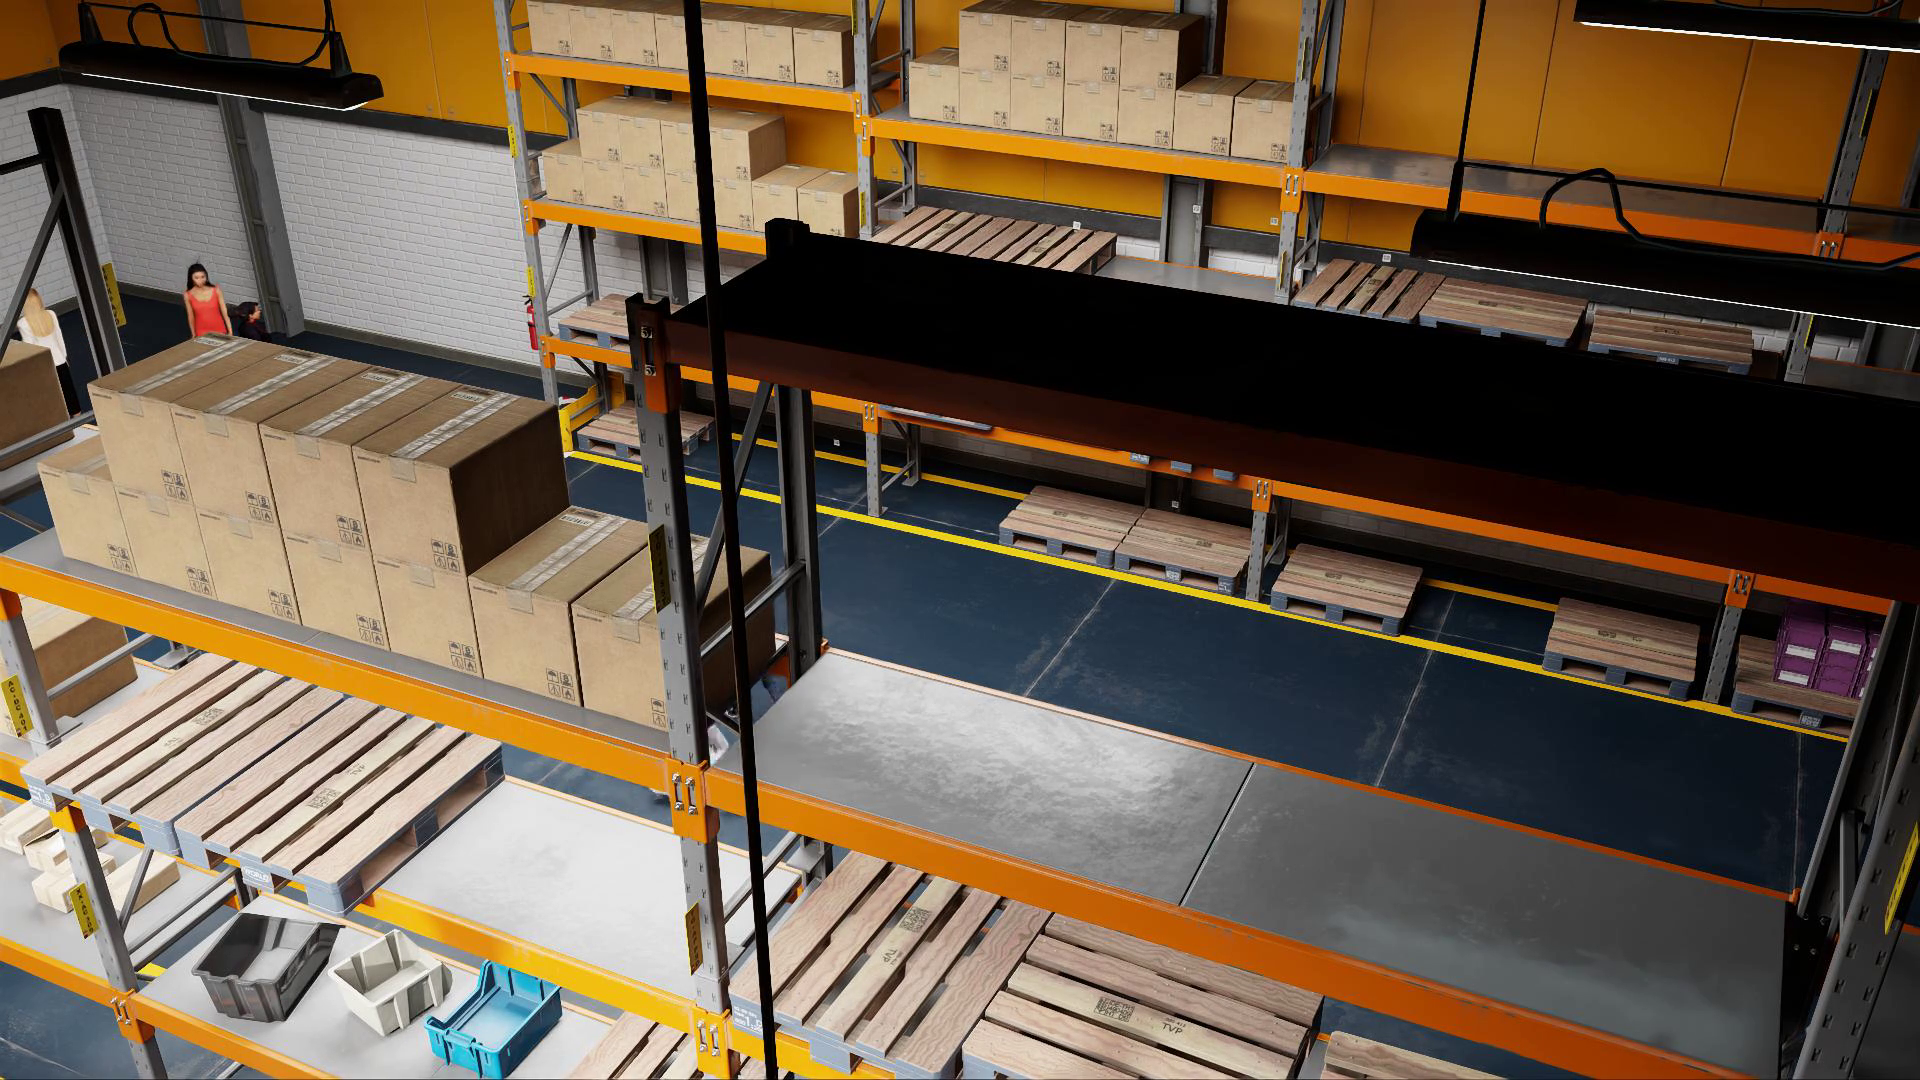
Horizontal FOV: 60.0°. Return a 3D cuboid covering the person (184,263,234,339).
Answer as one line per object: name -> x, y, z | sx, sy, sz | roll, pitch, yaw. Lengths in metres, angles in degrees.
person -> -8.669, -2.394, 19.257 | 1.017, 1.670, 1.247 | -17, 33, -28

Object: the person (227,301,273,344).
person -> -7.675, -1.842, 18.278 | 0.729, 1.639, 0.662 | -24, 36, -36

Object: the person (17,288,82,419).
person -> -9.899, -1.869, 18.098 | 0.516, 1.859, 0.609 | 14, 32, 24
